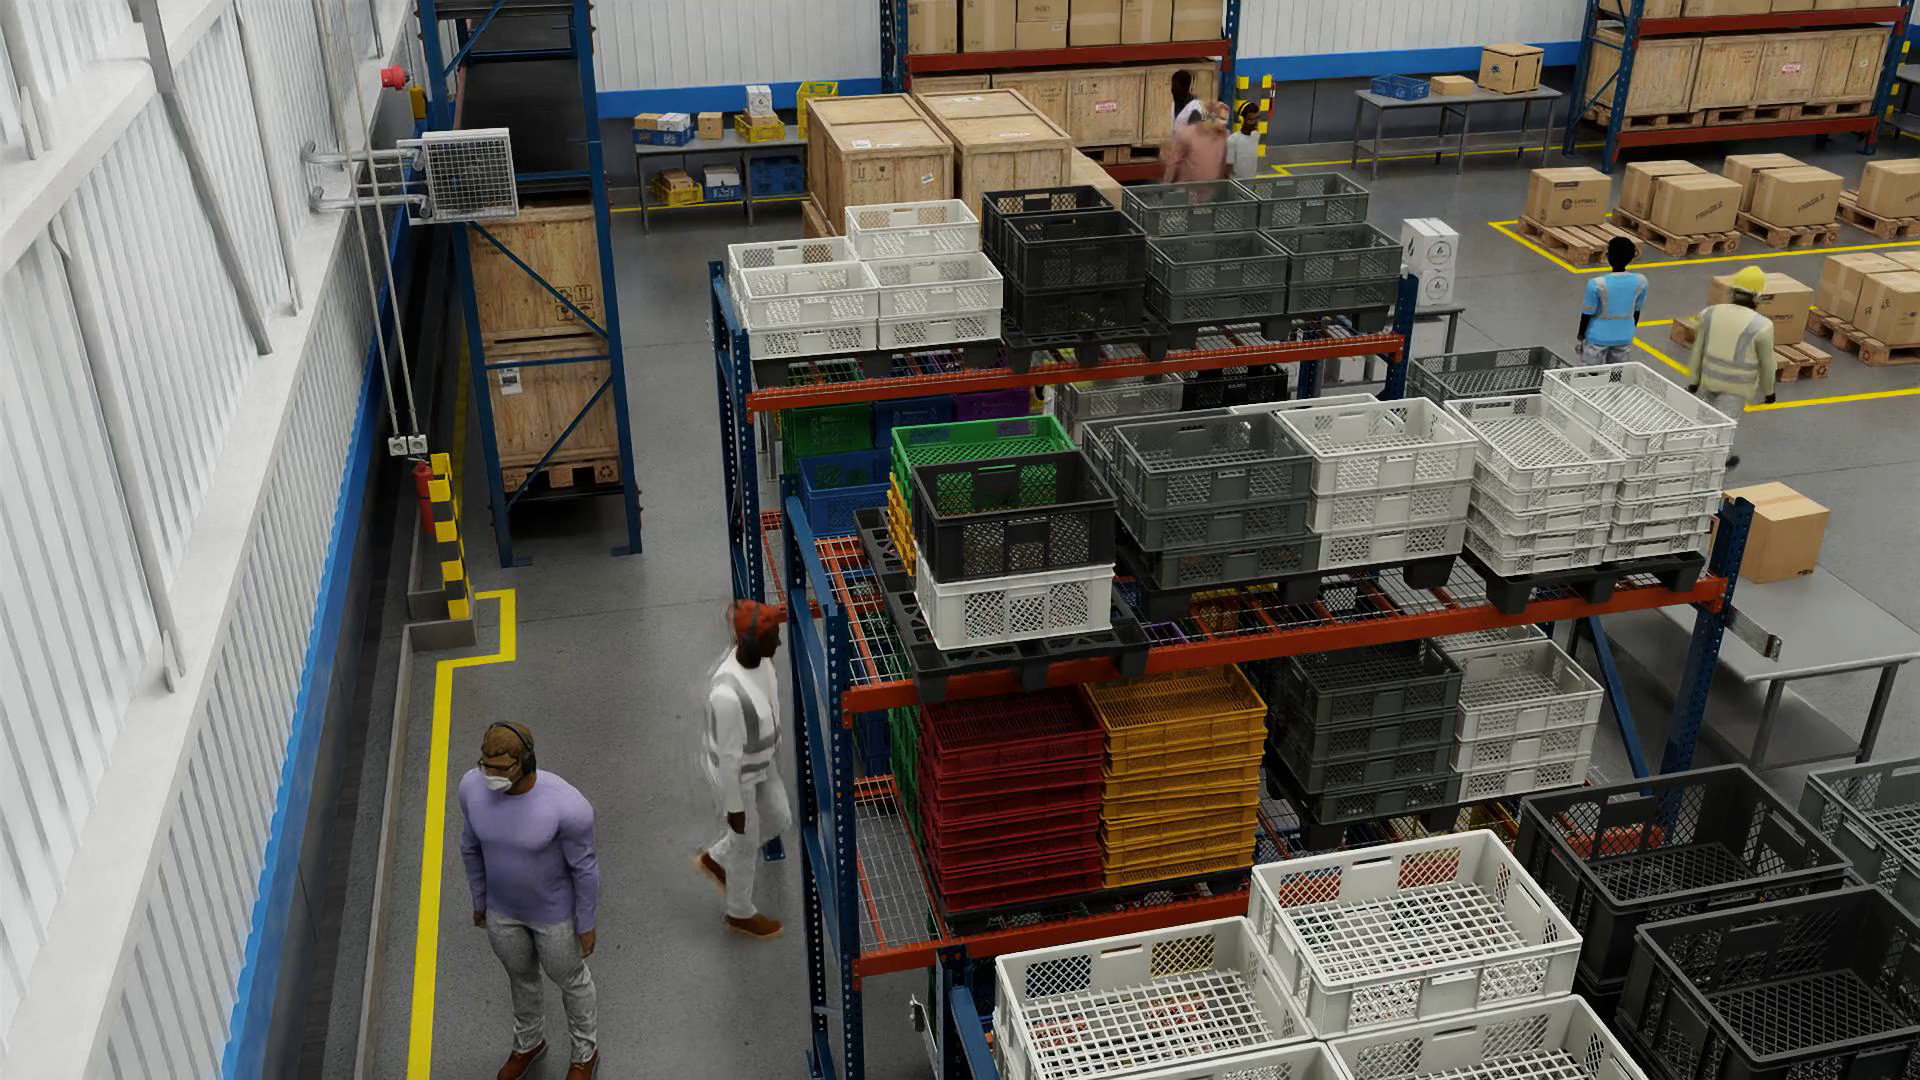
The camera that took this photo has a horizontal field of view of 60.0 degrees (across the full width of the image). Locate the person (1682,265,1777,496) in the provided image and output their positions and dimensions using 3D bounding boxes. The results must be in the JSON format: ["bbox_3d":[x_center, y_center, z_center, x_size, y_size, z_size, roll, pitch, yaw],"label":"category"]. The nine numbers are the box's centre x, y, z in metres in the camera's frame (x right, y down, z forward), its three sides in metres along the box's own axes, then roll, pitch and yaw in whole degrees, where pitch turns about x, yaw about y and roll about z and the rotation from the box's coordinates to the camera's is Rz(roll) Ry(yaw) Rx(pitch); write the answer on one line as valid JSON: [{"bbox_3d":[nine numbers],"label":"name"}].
[{"bbox_3d":[5.907,-1.221,12.720,0.865,1.792,0.595,-14,31,-24],"label":"person"}]

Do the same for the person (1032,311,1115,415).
[{"bbox_3d":[0.853,-1.214,12.664,0.619,1.836,0.430,5,28,9],"label":"person"}]

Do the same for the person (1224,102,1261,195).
[{"bbox_3d":[2.888,-3.559,17.079,0.518,1.860,0.323,-24,36,-37],"label":"person"}]

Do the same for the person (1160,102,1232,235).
[{"bbox_3d":[2.484,-3.576,17.125,0.717,1.846,0.944,-10,29,-17],"label":"person"}]

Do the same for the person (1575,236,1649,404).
[{"bbox_3d":[5.309,-1.658,13.651,0.535,1.694,0.319,-3,28,-6],"label":"person"}]

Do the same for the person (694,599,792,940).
[{"bbox_3d":[-1.087,1.124,8.181,0.477,1.868,0.617,8,29,15],"label":"person"}]

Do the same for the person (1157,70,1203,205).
[{"bbox_3d":[2.393,-4.178,18.212,0.660,1.892,0.612,-11,30,-19],"label":"person"}]

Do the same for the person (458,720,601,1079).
[{"bbox_3d":[-1.848,1.597,7.211,0.627,1.940,0.372,8,29,14],"label":"person"}]
